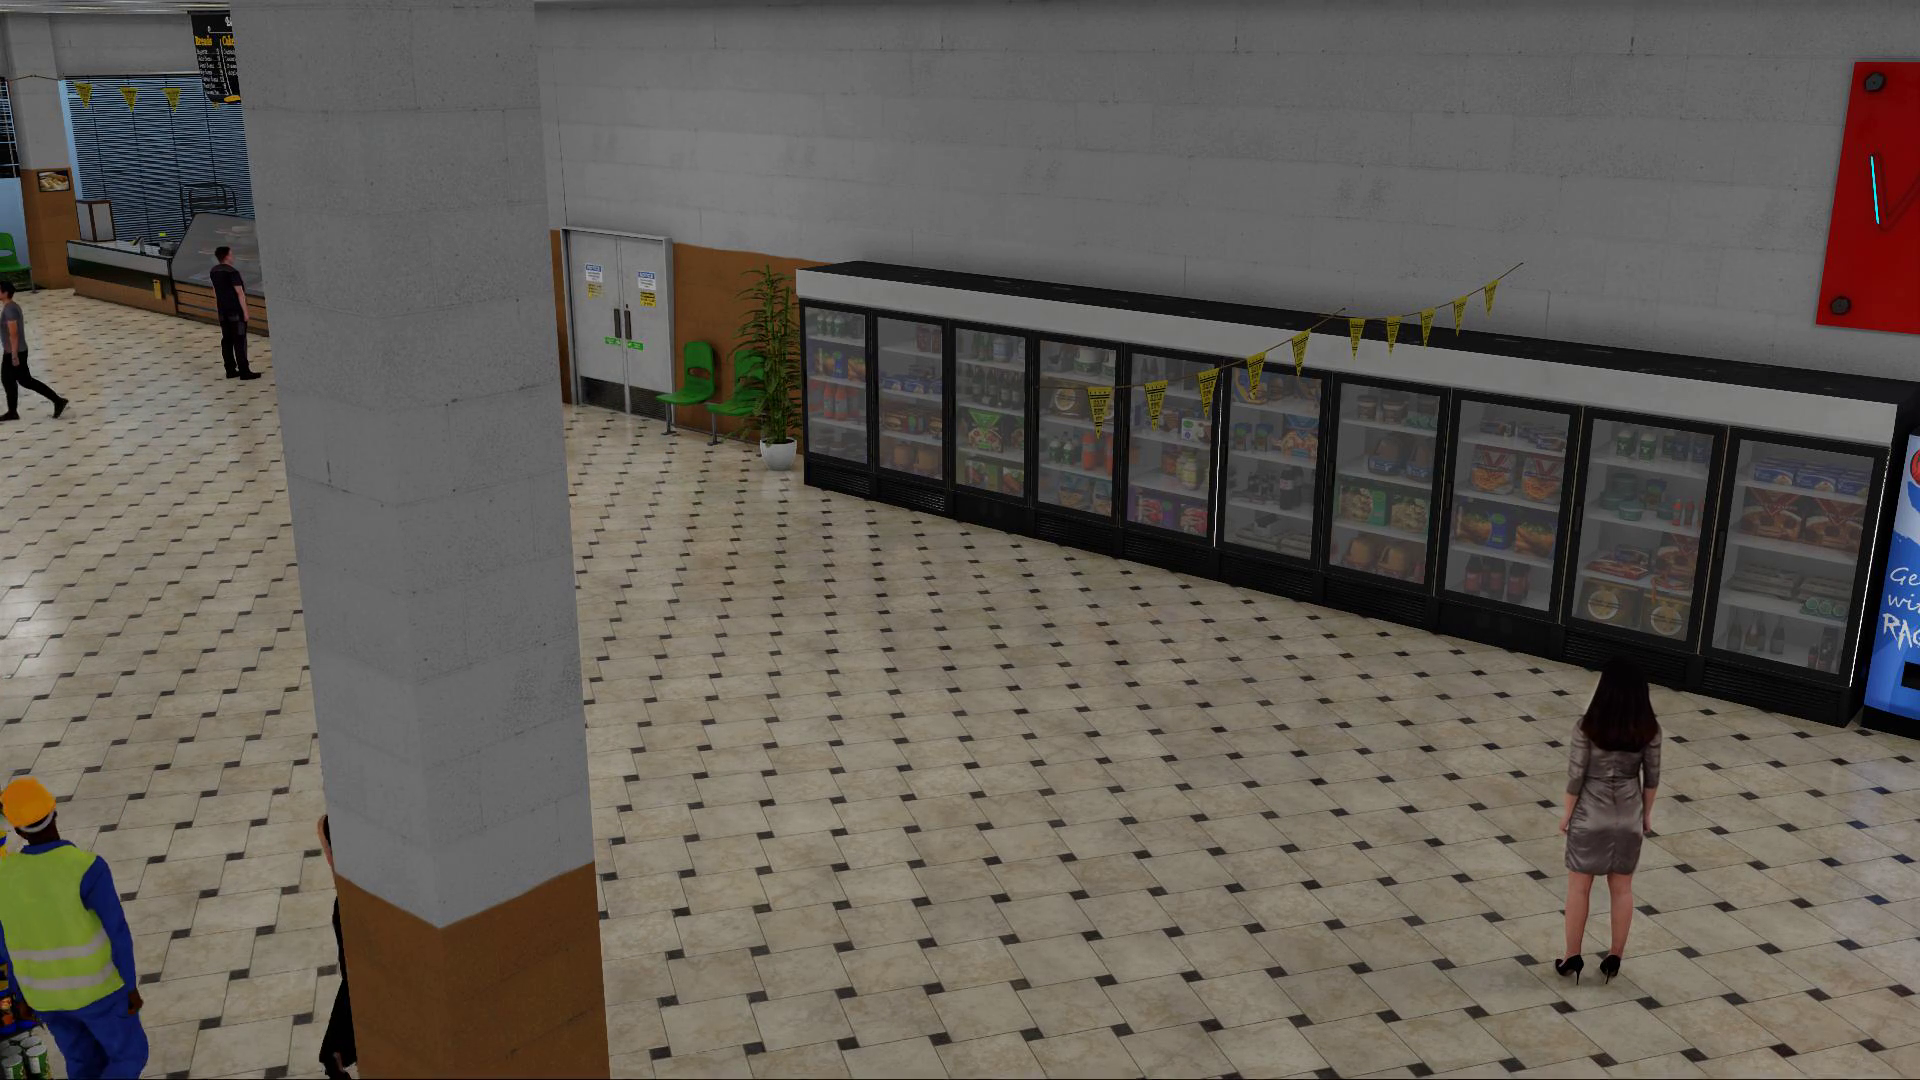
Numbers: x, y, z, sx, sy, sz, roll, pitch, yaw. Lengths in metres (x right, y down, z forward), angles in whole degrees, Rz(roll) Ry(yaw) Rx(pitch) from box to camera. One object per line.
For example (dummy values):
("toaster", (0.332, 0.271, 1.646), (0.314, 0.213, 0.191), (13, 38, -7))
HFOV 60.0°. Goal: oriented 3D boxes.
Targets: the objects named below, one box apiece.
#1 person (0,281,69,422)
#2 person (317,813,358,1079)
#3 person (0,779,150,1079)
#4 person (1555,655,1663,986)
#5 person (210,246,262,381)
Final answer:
("person", (-11.546, -2.318, 20.514), (1.161, 1.732, 0.872), (-10, 19, -29))
("person", (-2.691, 1.730, 7.441), (0.778, 1.583, 0.962), (6, 18, 18))
("person", (-3.605, 1.848, 6.704), (0.938, 1.785, 1.009), (0, 17, 1))
("person", (3.210, 1.396, 8.257), (0.662, 1.747, 0.688), (1, 17, 4))
("person", (-10.111, -3.159, 23.089), (0.763, 1.846, 0.658), (9, 19, 28))
